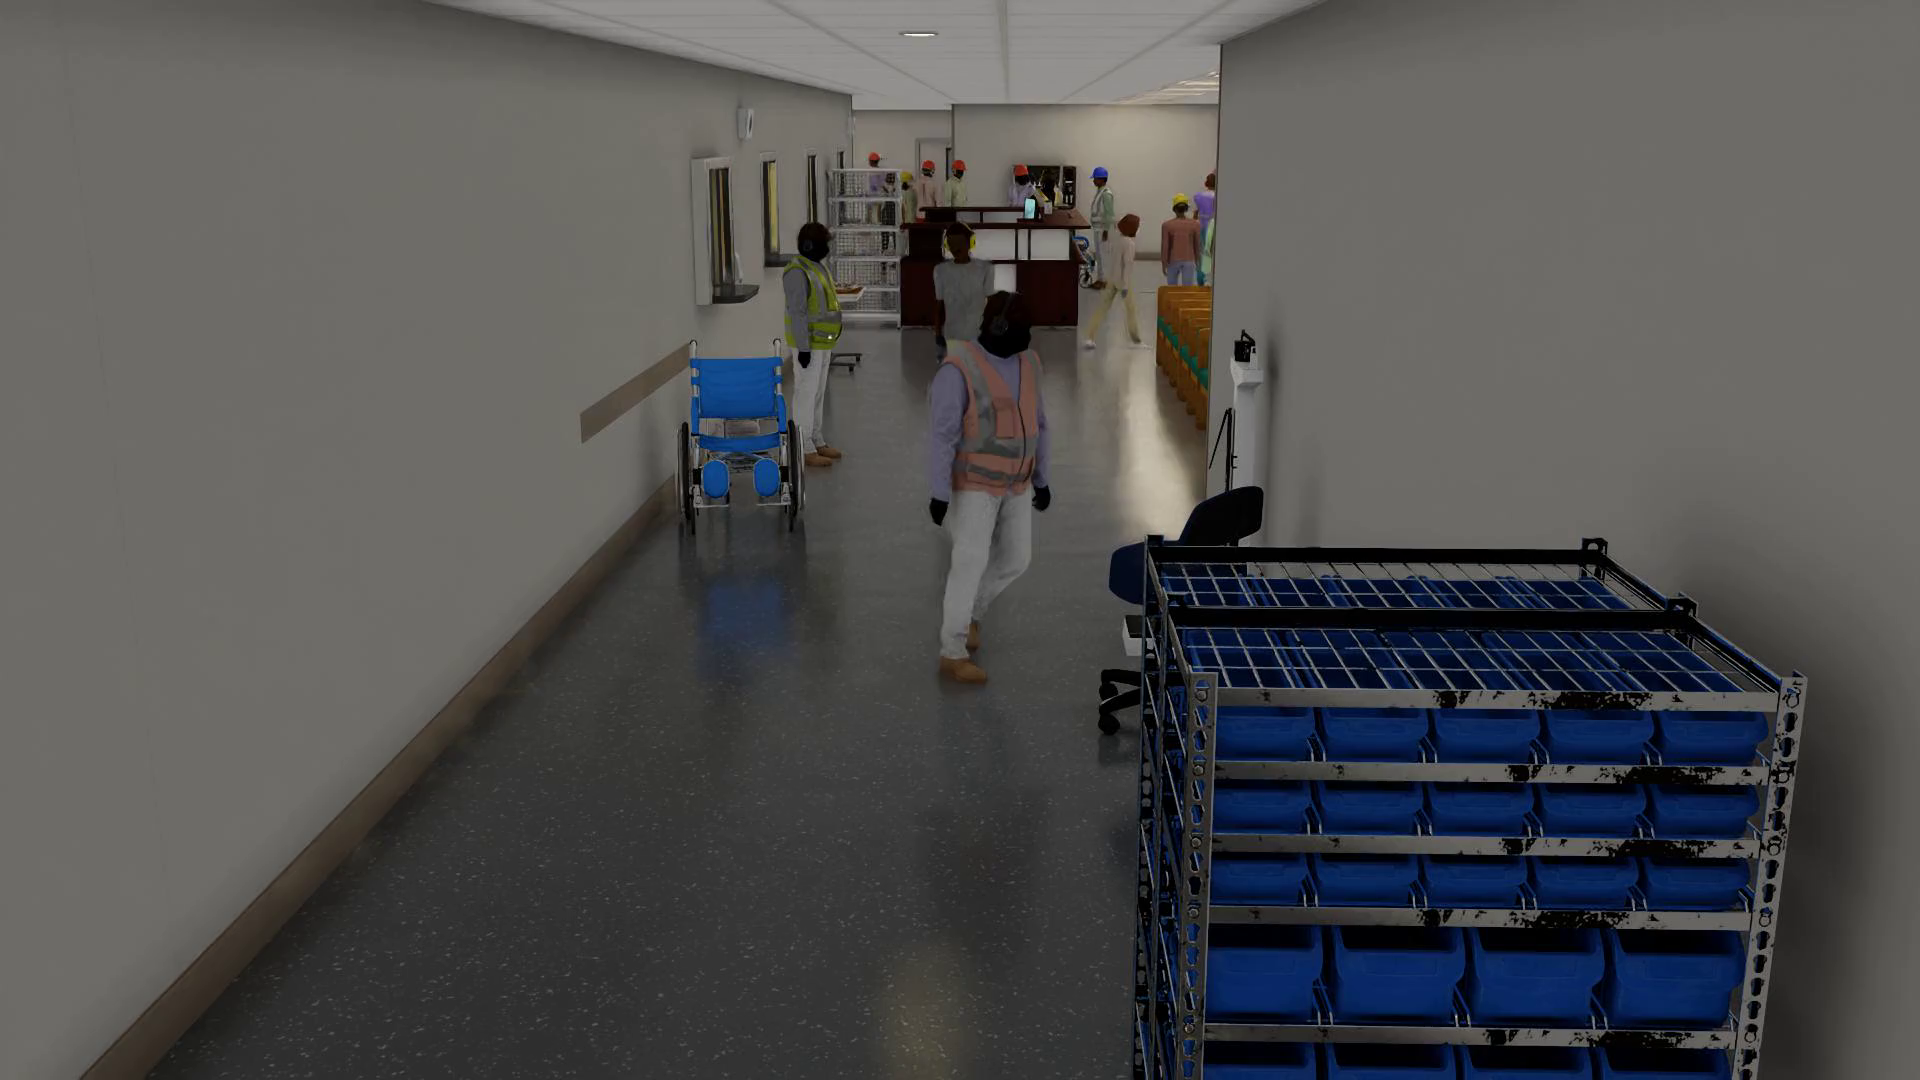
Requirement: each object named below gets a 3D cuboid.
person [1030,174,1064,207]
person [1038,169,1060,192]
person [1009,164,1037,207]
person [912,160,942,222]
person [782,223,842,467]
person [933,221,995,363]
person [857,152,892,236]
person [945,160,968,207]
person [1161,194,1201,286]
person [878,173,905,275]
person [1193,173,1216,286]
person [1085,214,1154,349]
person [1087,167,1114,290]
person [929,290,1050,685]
[{"bbox_3d":[1.422,-4.984,26.893,0.625,1.838,0.430,-7,16,-27],"label":"person"},{"bbox_3d":[1.530,-5.541,29.094,0.517,1.858,0.332,-9,16,-32],"label":"person"},{"bbox_3d":[1.098,-5.735,29.742,0.549,1.929,0.387,9,16,32],"label":"person"},{"bbox_3d":[-0.587,-5.932,30.430,0.610,1.985,0.415,8,16,28],"label":"person"},{"bbox_3d":[-1.112,-1.492,12.708,0.429,1.839,0.623,3,14,11],"label":"person"},{"bbox_3d":[0.060,-1.567,12.996,0.537,1.841,0.564,2,14,8],"label":"person"},{"bbox_3d":[-1.974,-8.381,40.343,1.043,2.006,0.601,5,15,21],"label":"person"},{"bbox_3d":[-0.046,-6.126,31.225,0.415,1.982,0.622,10,17,35],"label":"person"},{"bbox_3d":[2.858,-3.605,21.533,0.525,1.726,0.916,1,14,5],"label":"person"},{"bbox_3d":[-1.217,-5.608,29.424,0.512,1.837,0.360,0,14,0],"label":"person"},{"bbox_3d":[4.002,-4.932,26.655,0.575,1.842,0.373,6,15,23],"label":"person"},{"bbox_3d":[1.830,-2.983,19.320,0.845,1.589,0.580,-6,15,-24],"label":"person"},{"bbox_3d":[2.263,-4.993,26.683,0.403,1.945,0.614,-3,14,-11],"label":"person"},{"bbox_3d":[0.092,-0.278,7.846,0.678,1.806,0.573,-13,19,-42],"label":"person"}]
